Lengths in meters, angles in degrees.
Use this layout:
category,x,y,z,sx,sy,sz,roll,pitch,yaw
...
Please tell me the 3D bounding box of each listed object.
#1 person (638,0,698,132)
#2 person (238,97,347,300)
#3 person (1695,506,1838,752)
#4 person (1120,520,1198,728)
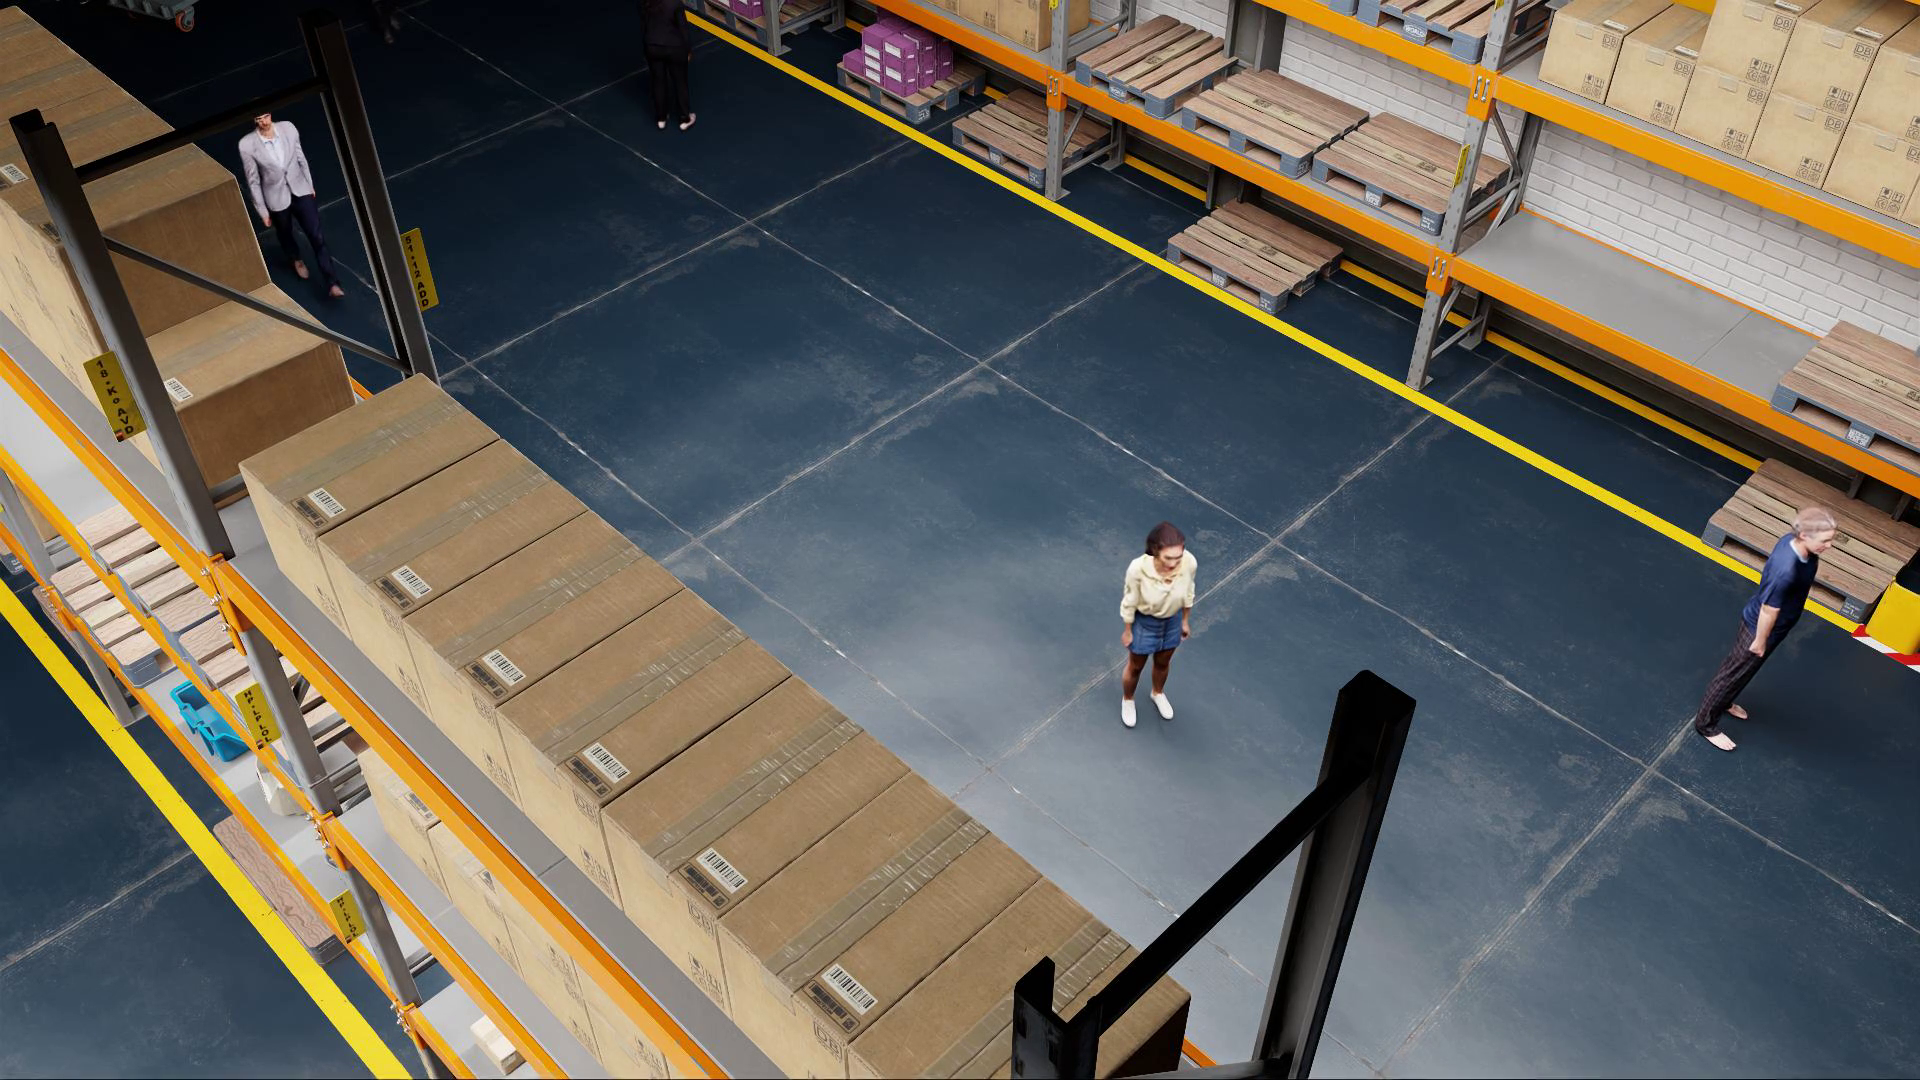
category,x,y,z,sx,sy,sz,roll,pitch,yaw
person,-2.823,-4.713,15.981,0.742,1.614,0.815,5,44,5
person,-5.679,-2.917,13.959,0.845,1.802,1.259,-25,49,-24
person,4.990,0.513,10.311,0.585,1.869,0.686,27,50,26
person,1.233,0.517,10.477,0.727,1.633,0.735,-10,44,-10
